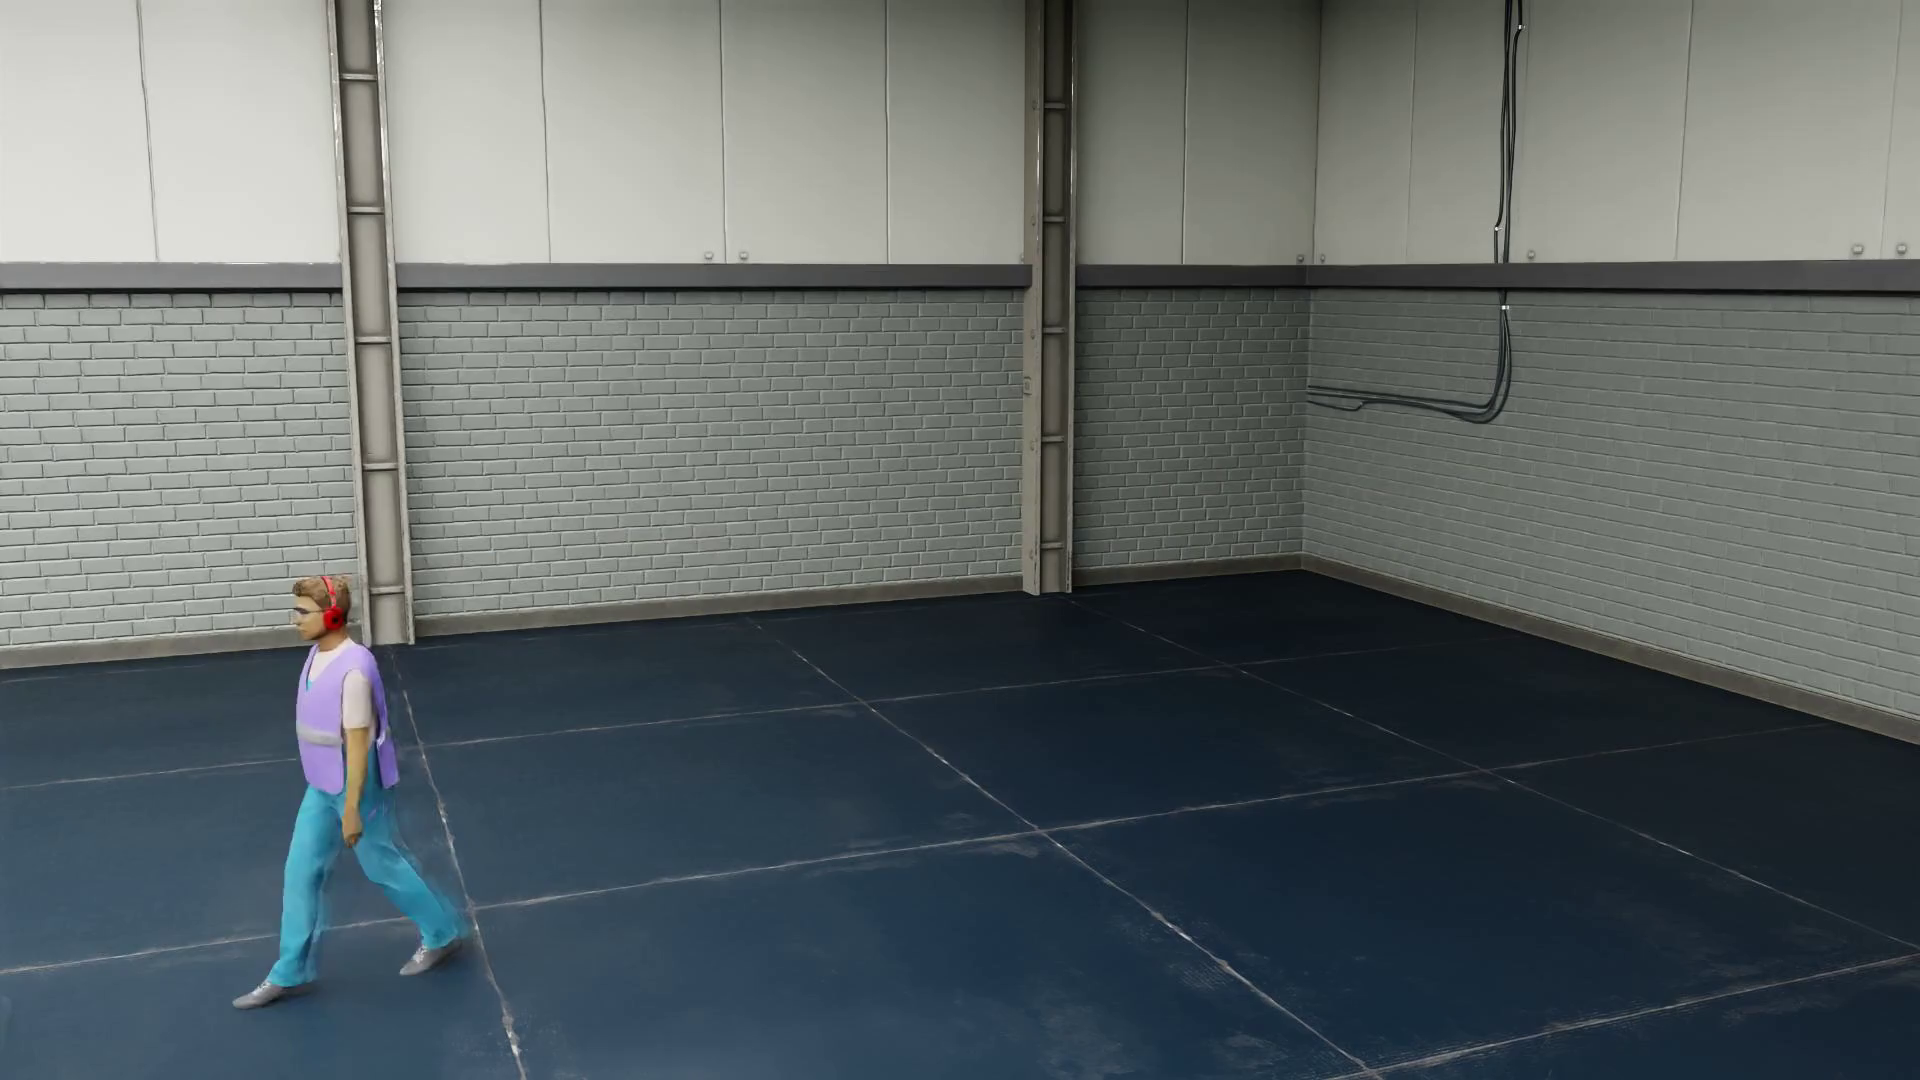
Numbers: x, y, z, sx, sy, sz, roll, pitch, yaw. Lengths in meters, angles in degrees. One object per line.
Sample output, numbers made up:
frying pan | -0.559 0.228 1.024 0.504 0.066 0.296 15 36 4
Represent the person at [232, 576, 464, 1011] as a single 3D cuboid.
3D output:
person | -2.578 1.030 7.010 0.947 1.805 0.580 -7 12 -39
